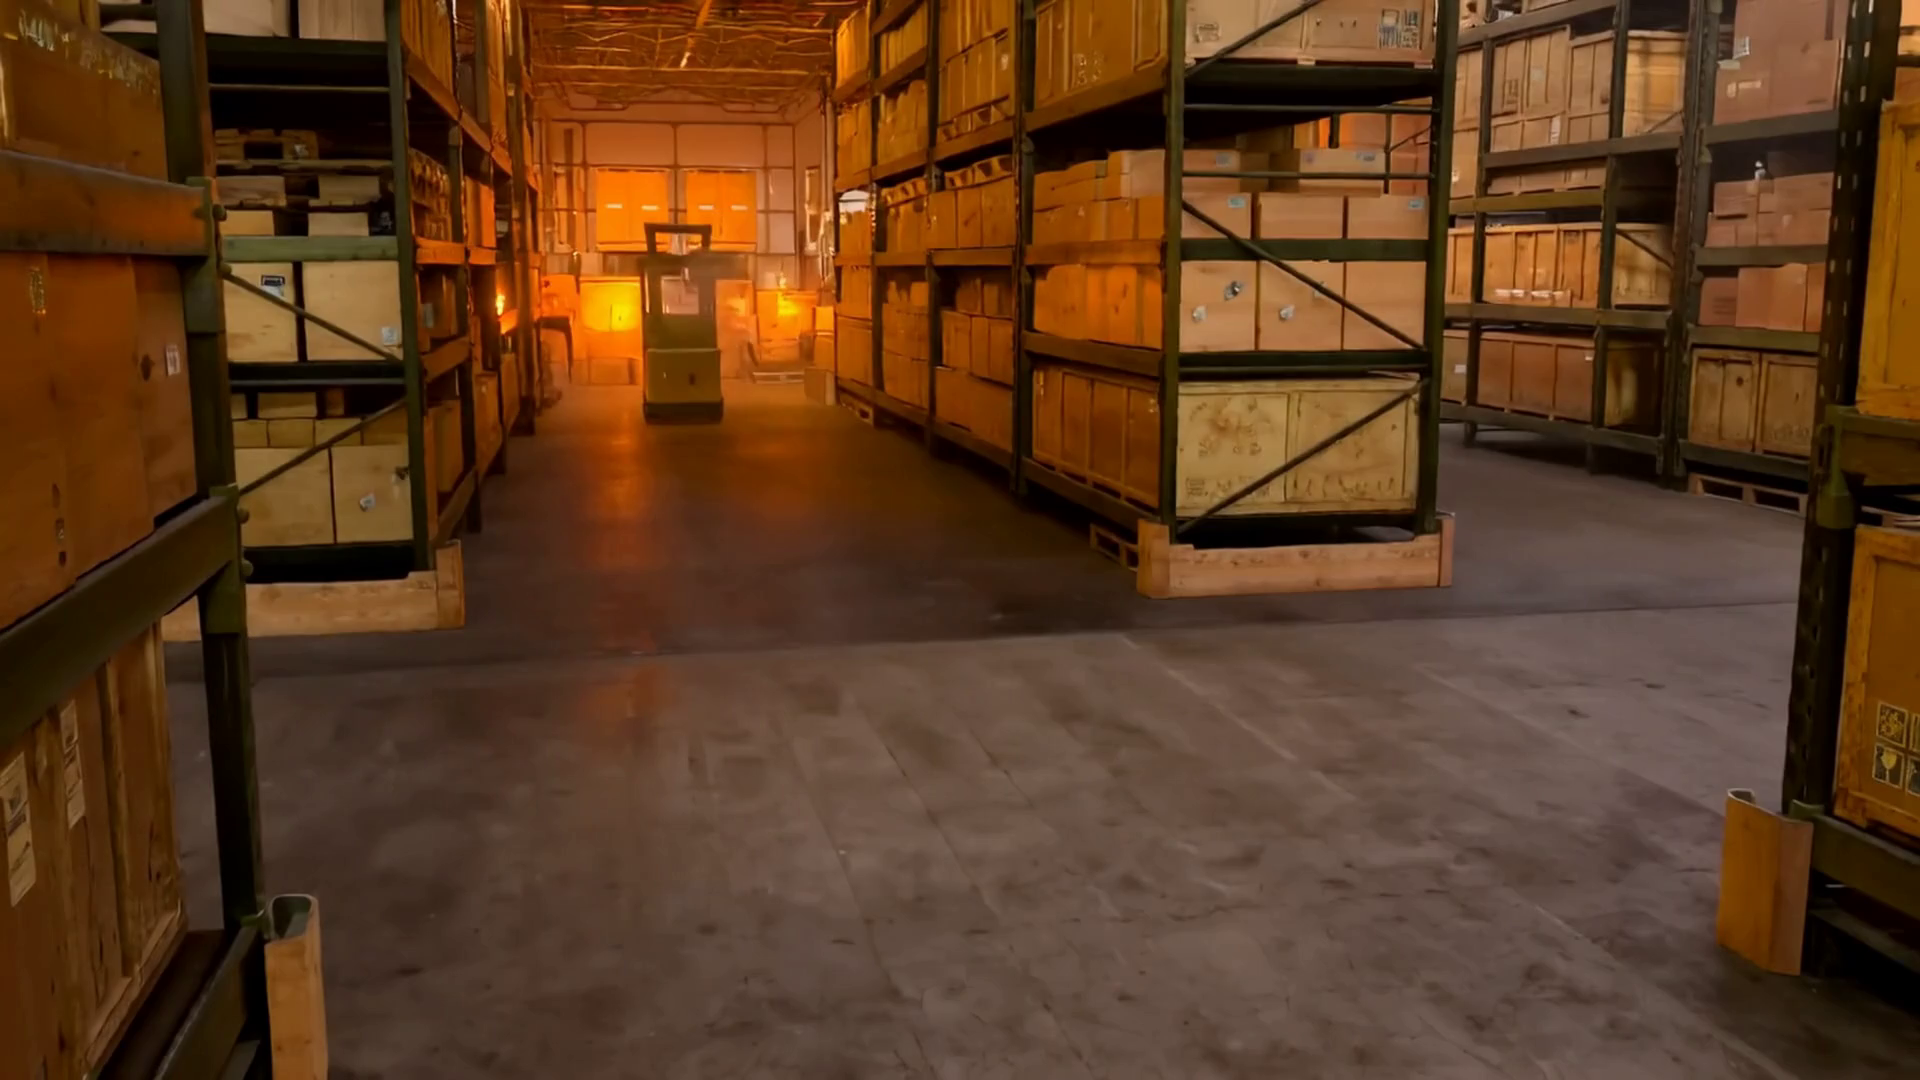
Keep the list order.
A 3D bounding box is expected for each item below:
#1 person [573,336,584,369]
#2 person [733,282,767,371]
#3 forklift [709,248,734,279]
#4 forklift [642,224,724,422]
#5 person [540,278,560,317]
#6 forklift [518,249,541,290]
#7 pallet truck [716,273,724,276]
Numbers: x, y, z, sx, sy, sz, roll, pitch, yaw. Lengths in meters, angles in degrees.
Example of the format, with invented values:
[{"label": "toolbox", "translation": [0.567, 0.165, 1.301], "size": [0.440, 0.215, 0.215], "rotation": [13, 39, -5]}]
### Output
[{"label": "person", "translation": [-7.989, -4.611, 36.234], "size": [0.959, 1.805, 0.638], "rotation": [-6, 11, -31]}, {"label": "person", "translation": [-4.528, -4.504, 35.265], "size": [0.922, 1.899, 0.566], "rotation": [2, 10, 13]}, {"label": "forklift", "translation": [-7.619, -7.879, 52.846], "size": [1.129, 2.768, 1.873], "rotation": [-7, 12, -38]}, {"label": "forklift", "translation": [-4.049, -3.160, 24.086], "size": [1.129, 2.768, 1.873], "rotation": [-2, 10, -12]}, {"label": "person", "translation": [-10.350, -5.584, 41.722], "size": [0.637, 1.938, 0.357], "rotation": [-2, 10, -12]}, {"label": "forklift", "translation": [-14.410, -8.377, 55.886], "size": [1.873, 2.768, 1.129], "rotation": [3, 10, 19]}, {"label": "pallet truck", "translation": [-8.580, -8.986, 62.280], "size": [1.885, 1.965, 0.823], "rotation": [1, 9, 5]}]
